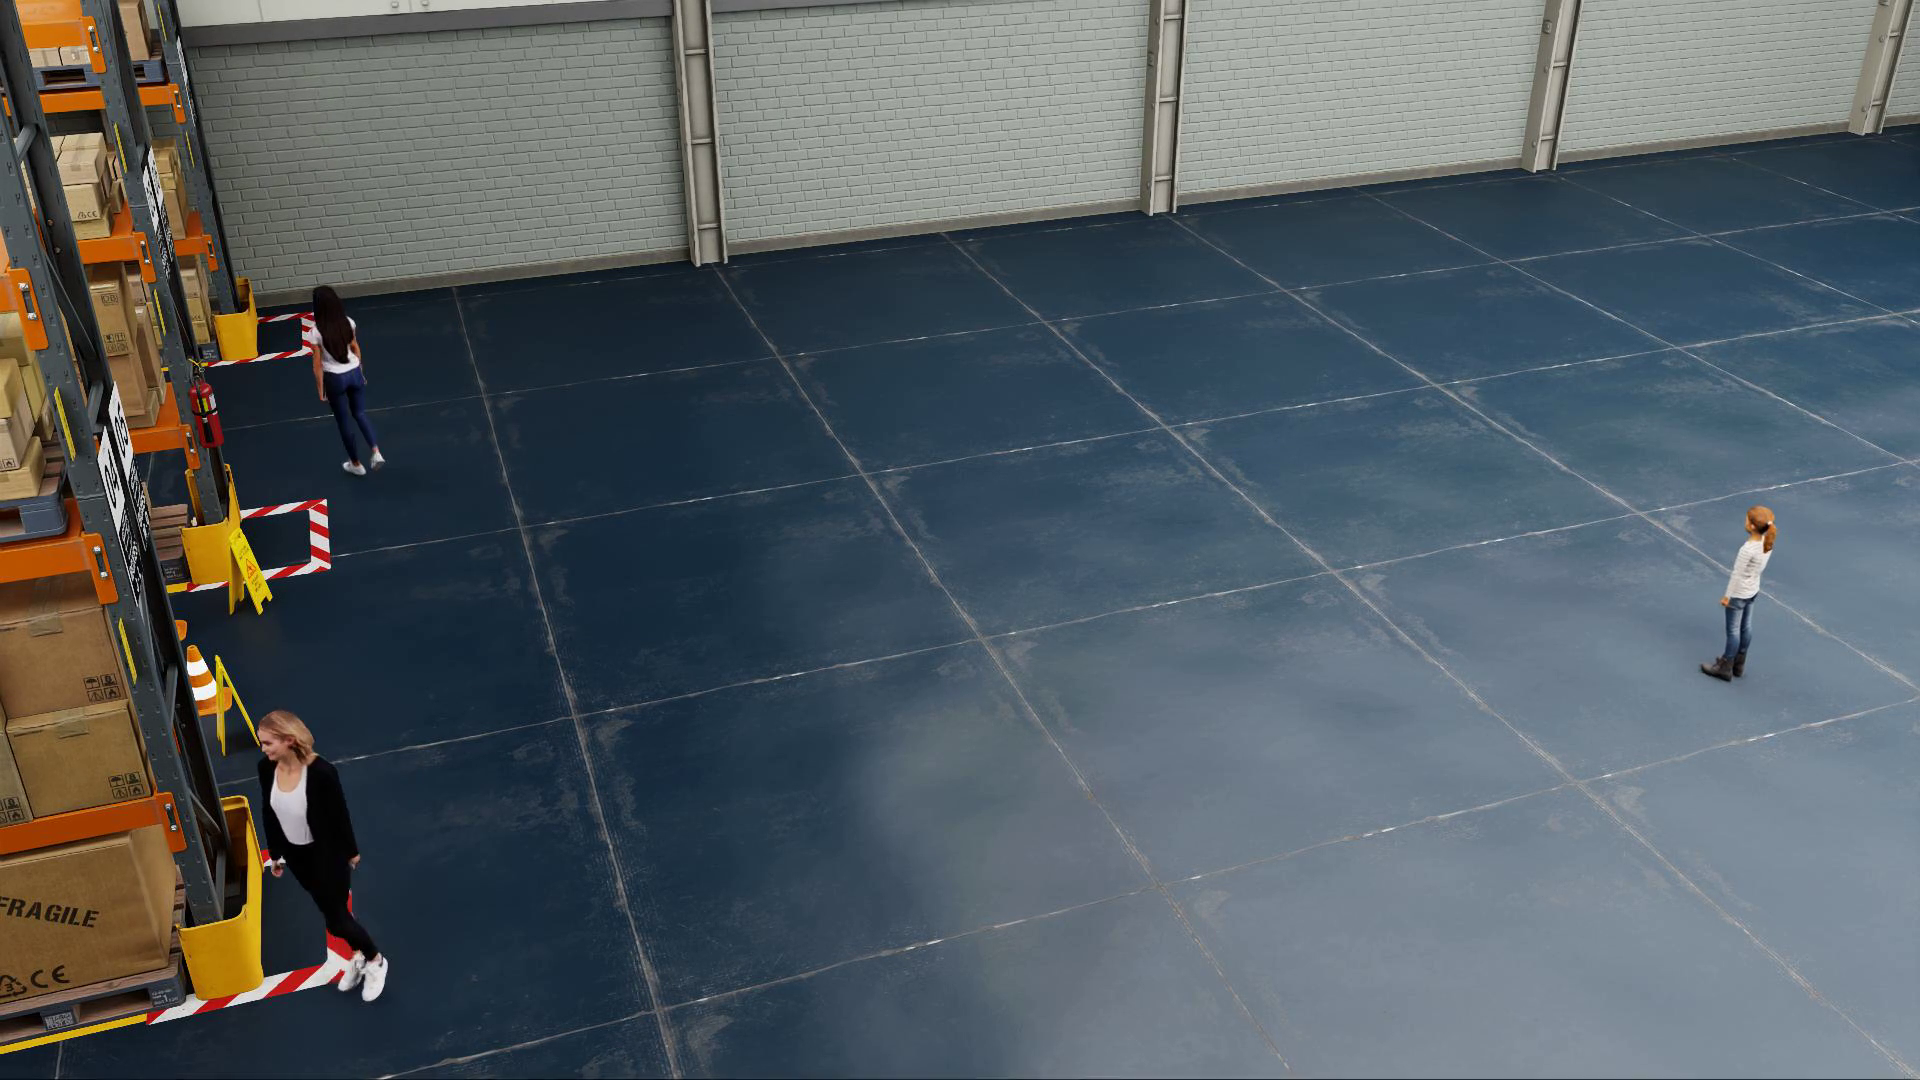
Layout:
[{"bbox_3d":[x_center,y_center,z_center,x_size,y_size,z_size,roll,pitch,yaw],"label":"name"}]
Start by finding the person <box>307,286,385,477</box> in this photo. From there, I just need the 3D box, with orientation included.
[{"bbox_3d":[-5.283,-1.337,14.390,0.872,1.767,0.850,22,35,35],"label":"person"}]

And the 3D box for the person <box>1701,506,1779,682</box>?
[{"bbox_3d":[5.501,0.373,11.661,0.481,1.314,0.580,-19,33,-31],"label":"person"}]

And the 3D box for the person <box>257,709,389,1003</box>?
[{"bbox_3d":[-3.361,1.618,8.822,0.768,1.786,0.850,6,29,11],"label":"person"}]
